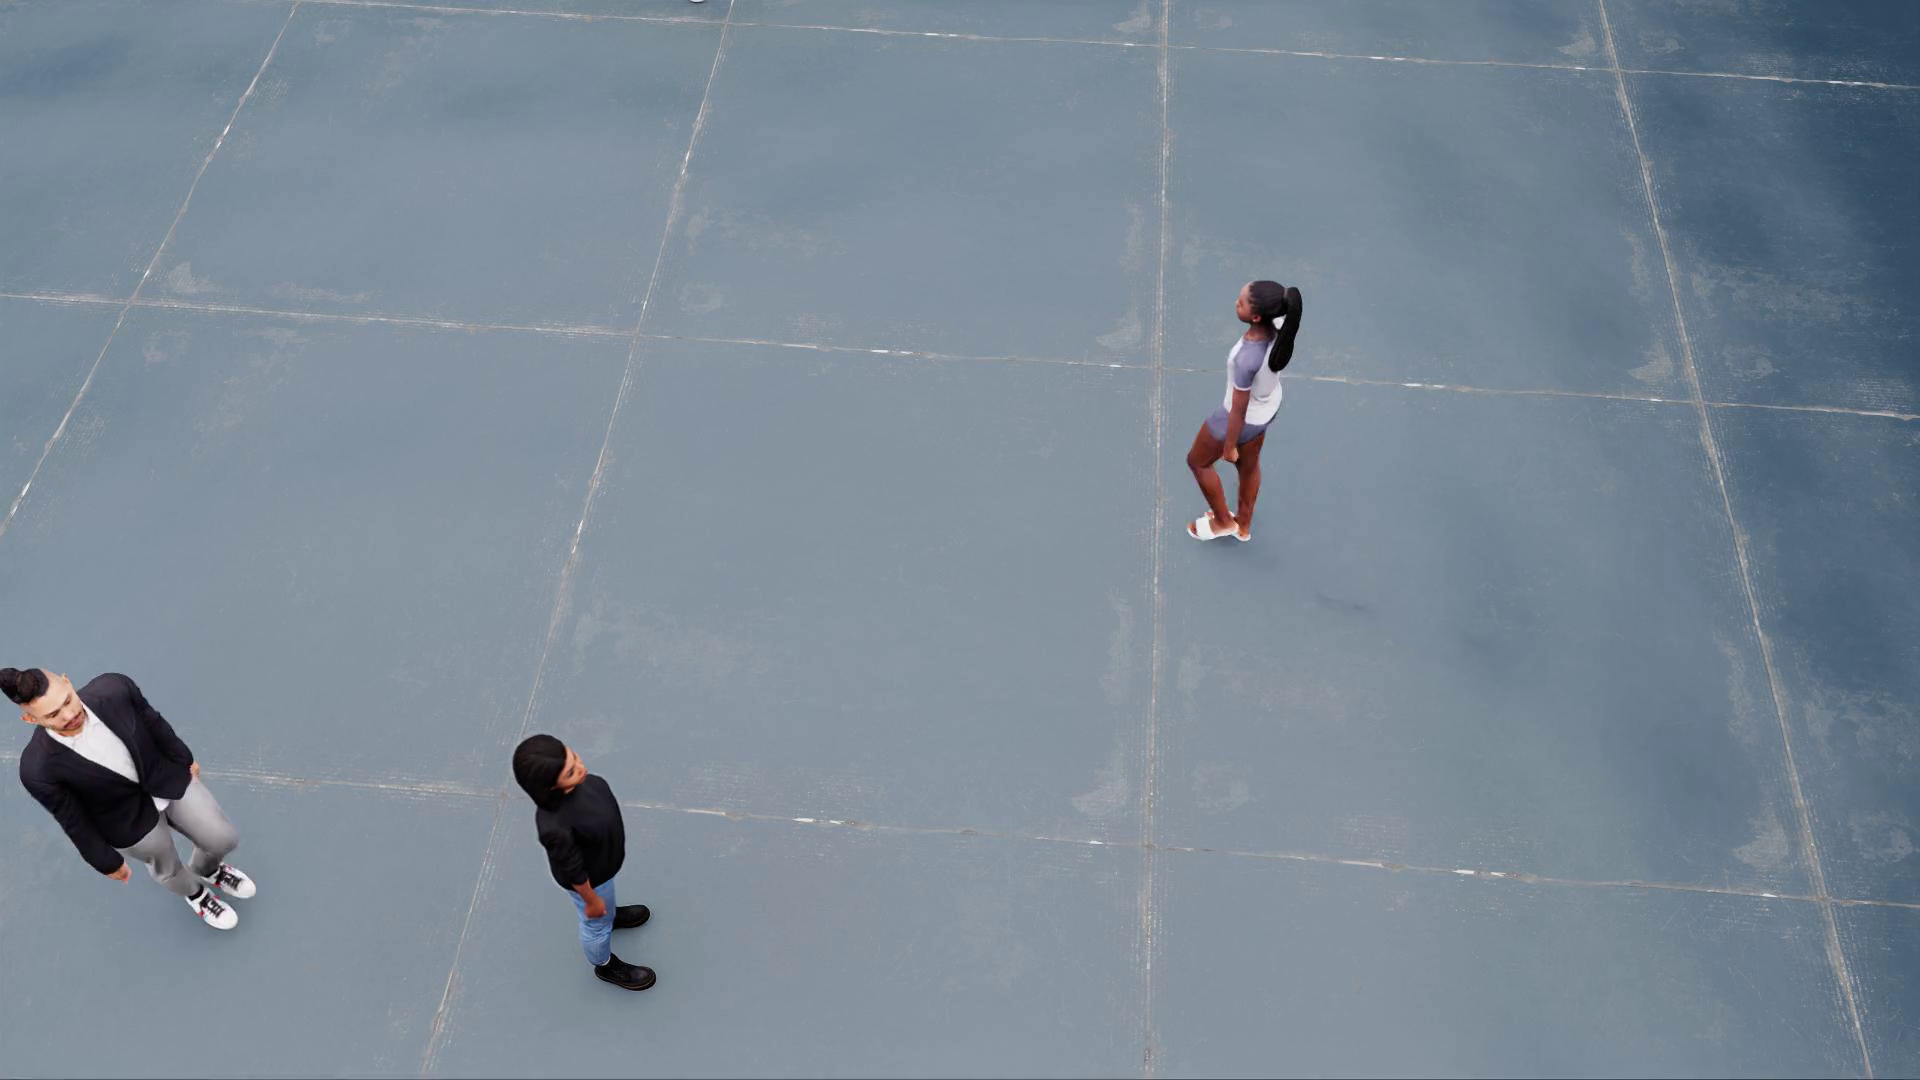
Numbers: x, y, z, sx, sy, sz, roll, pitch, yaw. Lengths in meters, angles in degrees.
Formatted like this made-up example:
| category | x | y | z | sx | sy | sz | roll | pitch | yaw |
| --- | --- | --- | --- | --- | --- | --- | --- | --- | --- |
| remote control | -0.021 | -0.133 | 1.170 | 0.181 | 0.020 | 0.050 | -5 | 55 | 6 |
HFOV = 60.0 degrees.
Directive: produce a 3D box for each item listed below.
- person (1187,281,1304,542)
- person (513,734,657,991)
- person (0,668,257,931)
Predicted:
| category | x | y | z | sx | sy | sz | roll | pitch | yaw |
| --- | --- | --- | --- | --- | --- | --- | --- | --- | --- |
| person | 1.448 | -0.559 | 7.984 | 0.749 | 1.712 | 0.726 | 27 | 57 | 20 |
| person | -1.486 | 1.259 | 6.582 | 0.608 | 1.702 | 0.620 | -8 | 53 | -6 |
| person | -3.356 | 0.990 | 6.642 | 0.837 | 1.937 | 0.841 | 25 | 56 | 18 |
